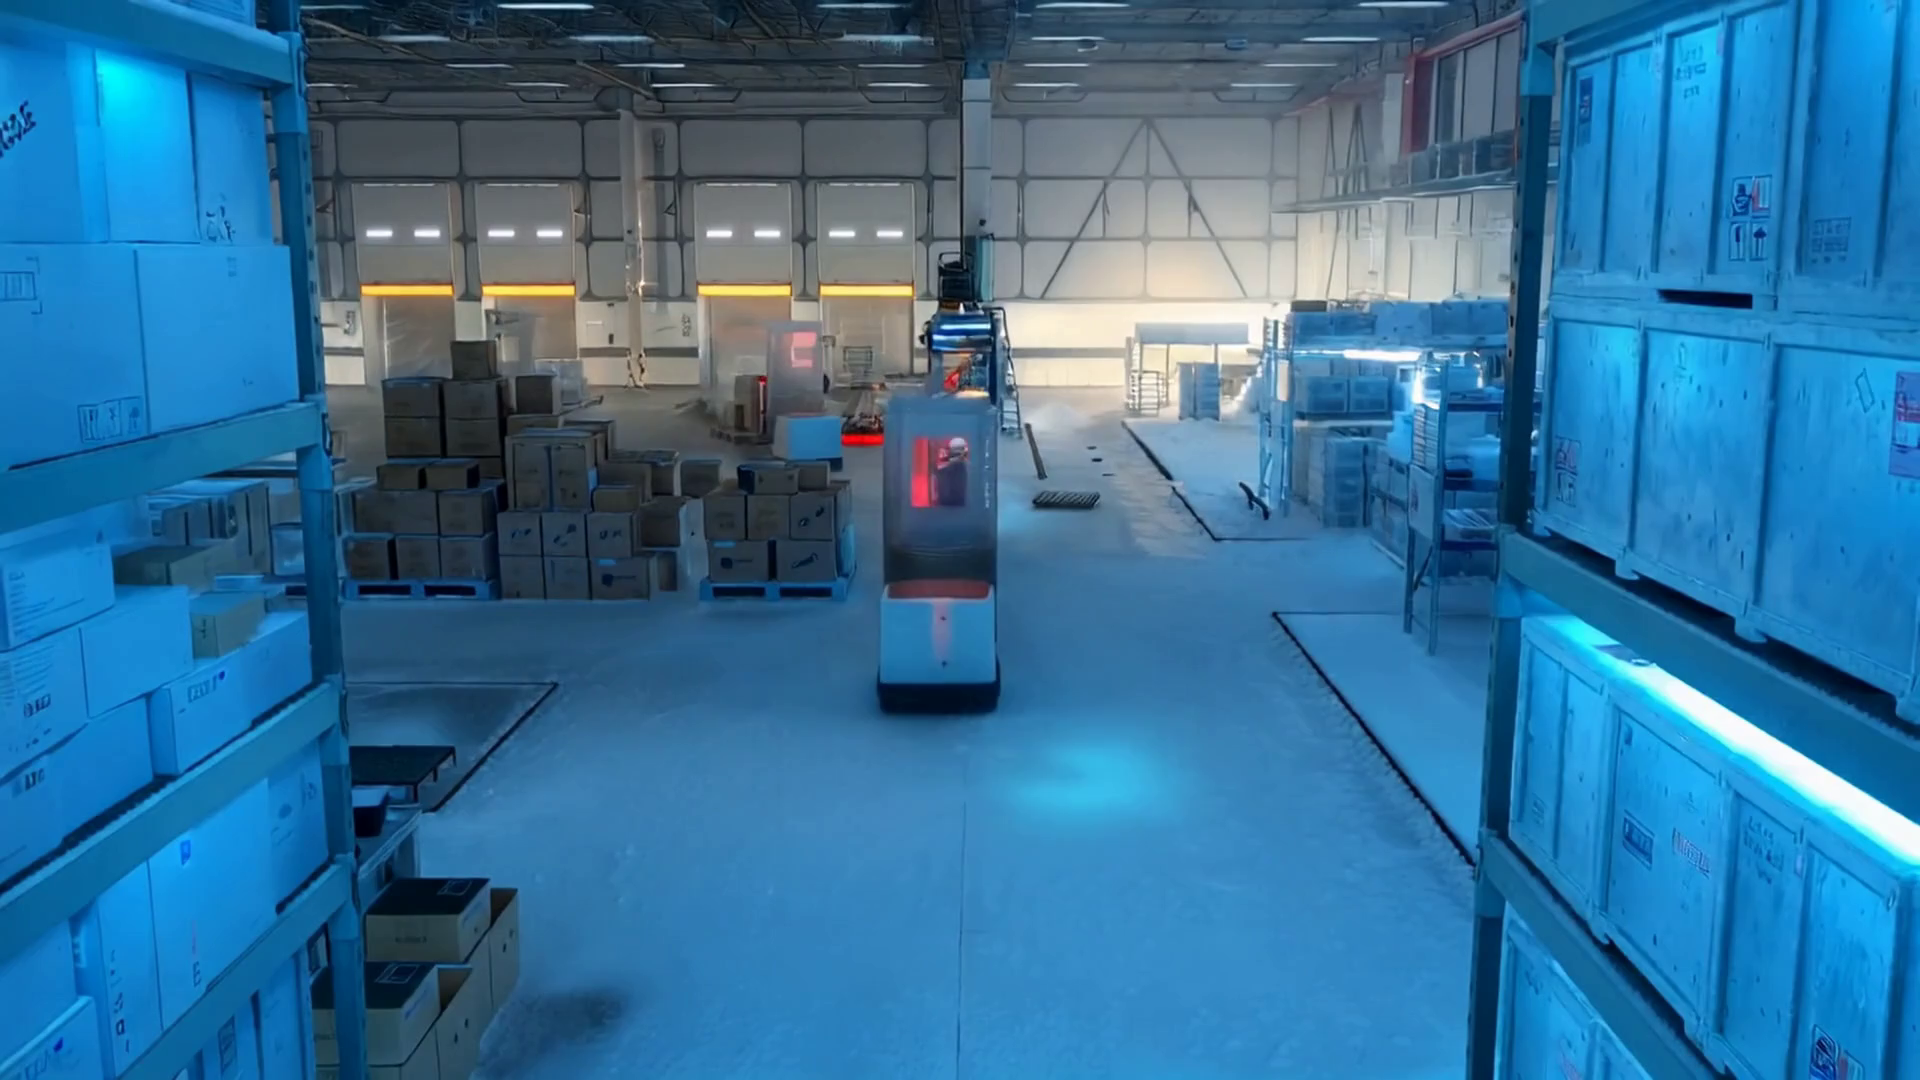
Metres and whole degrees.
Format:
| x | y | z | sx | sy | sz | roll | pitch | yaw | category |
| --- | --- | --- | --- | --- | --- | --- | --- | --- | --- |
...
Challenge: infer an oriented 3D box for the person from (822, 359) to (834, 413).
| x | y | z | sx | sy | sz | roll | pitch | yaw | category |
| --- | --- | --- | --- | --- | --- | --- | --- | --- | --- |
| -3.151 | -3.346 | 38.514 | 0.777 | 1.669 | 0.552 | -8 | 13 | -39 | person |

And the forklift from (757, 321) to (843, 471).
| x | y | z | sx | sy | sz | roll | pitch | yaw | category |
| --- | --- | --- | --- | --- | --- | --- | --- | --- | --- |
| -3.030 | -2.731 | 31.456 | 1.129 | 2.768 | 1.873 | -5 | 11 | -25 | forklift |

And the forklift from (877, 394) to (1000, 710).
| x | y | z | sx | sy | sz | roll | pitch | yaw | category |
| --- | --- | --- | --- | --- | --- | --- | --- | --- | --- |
| -0.191 | 0.036 | 15.495 | 1.129 | 2.768 | 1.873 | 0 | 10 | 1 | forklift |

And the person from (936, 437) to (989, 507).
| x | y | z | sx | sy | sz | roll | pitch | yaw | category |
| --- | --- | --- | --- | --- | --- | --- | --- | --- | --- |
| 0.024 | -0.273 | 19.961 | 0.628 | 1.948 | 0.848 | 3 | 10 | 18 | person |

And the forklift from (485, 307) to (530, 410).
| x | y | z | sx | sy | sz | roll | pitch | yaw | category |
| --- | --- | --- | --- | --- | --- | --- | --- | --- | --- |
| -10.751 | -4.150 | 39.642 | 1.129 | 2.768 | 1.873 | 0 | 10 | 1 | forklift |

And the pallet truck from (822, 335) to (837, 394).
| x | y | z | sx | sy | sz | roll | pitch | yaw | category |
| --- | --- | --- | --- | --- | --- | --- | --- | --- | --- |
| -3.021 | -4.312 | 43.126 | 1.885 | 1.965 | 0.823 | 3 | 10 | 17 | pallet truck |
